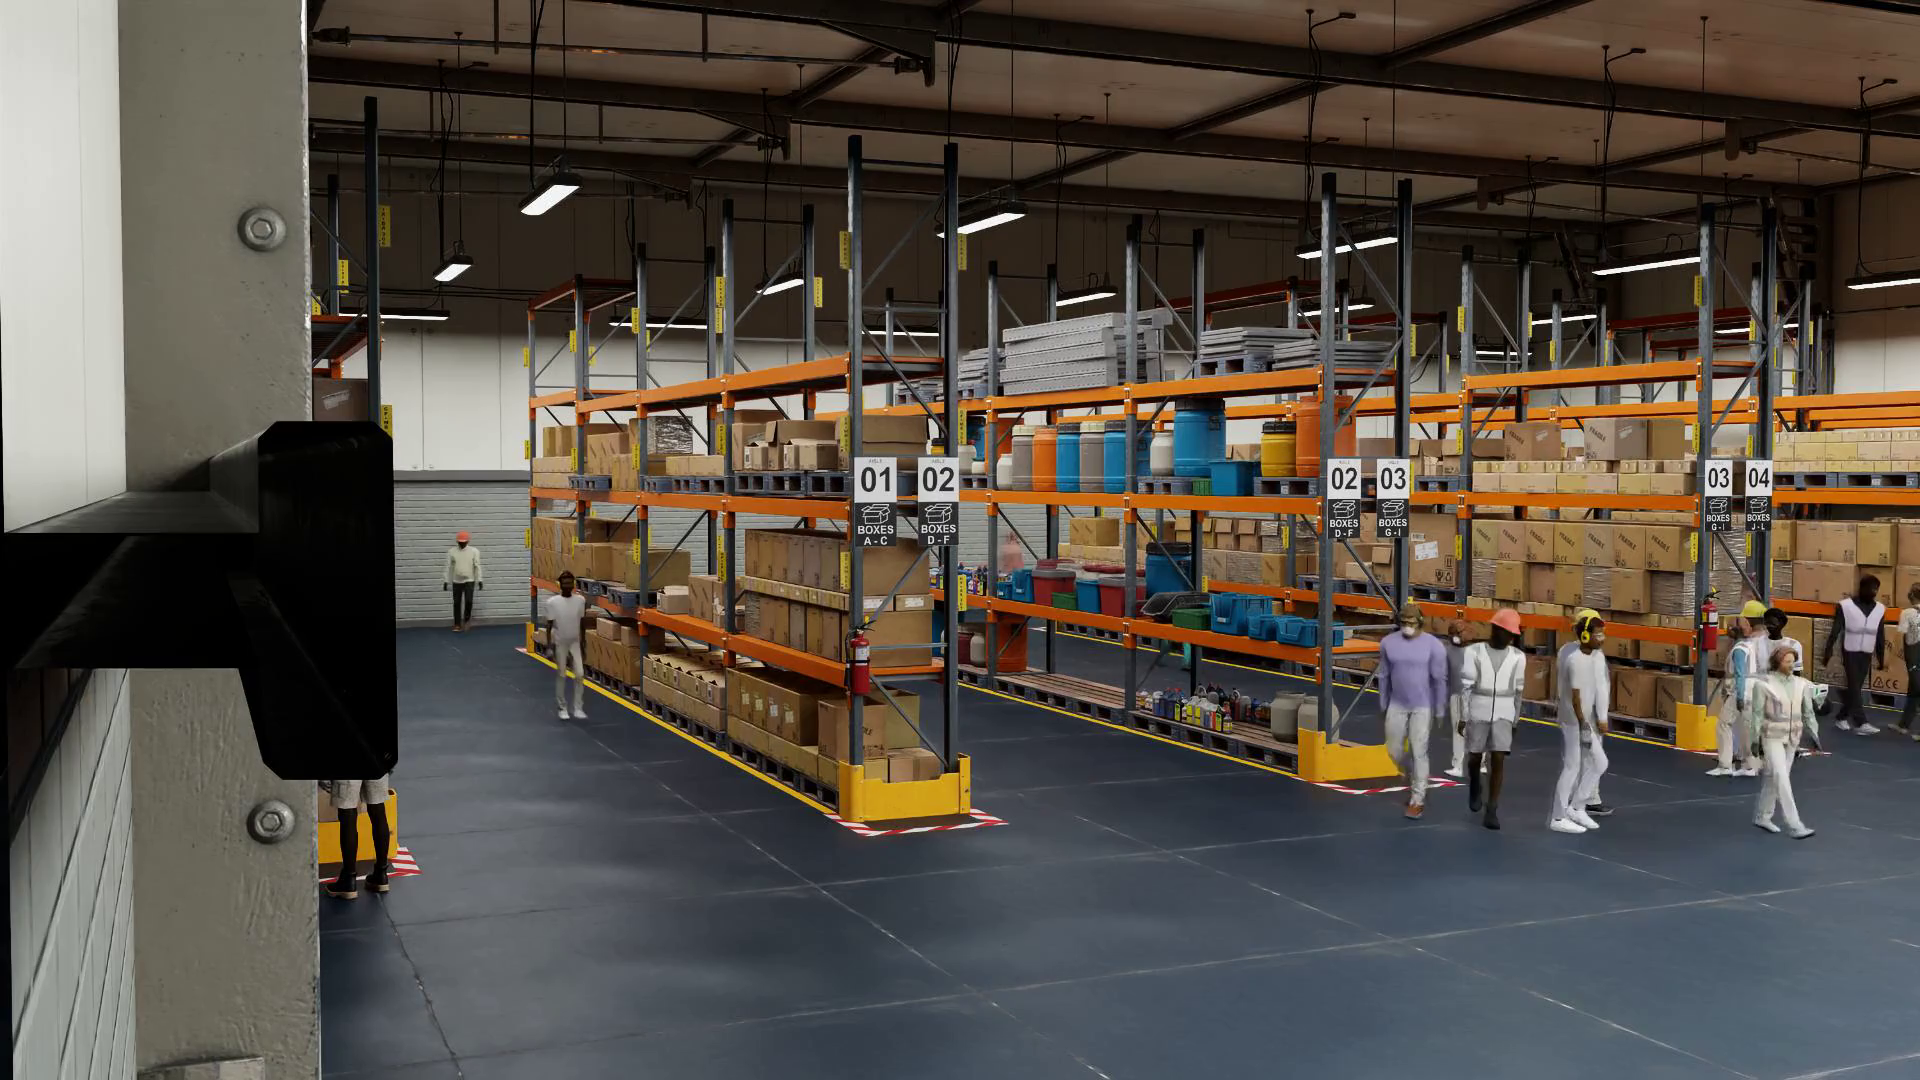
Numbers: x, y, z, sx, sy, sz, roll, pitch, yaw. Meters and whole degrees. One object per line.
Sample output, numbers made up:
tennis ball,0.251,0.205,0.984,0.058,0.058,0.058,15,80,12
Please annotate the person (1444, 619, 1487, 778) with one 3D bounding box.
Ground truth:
person,5.125,1.589,18.033,0.605,1.577,0.830,1,2,25

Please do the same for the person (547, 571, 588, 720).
person,-4.788,1.304,21.993,0.563,1.843,0.772,-1,3,-29

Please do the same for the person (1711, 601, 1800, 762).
person,8.336,1.491,18.720,0.521,1.724,0.814,-2,3,-37

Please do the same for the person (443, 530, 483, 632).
person,-9.479,0.785,34.166,0.745,1.949,0.548,0,2,-6

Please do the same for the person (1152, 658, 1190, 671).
person,3.310,1.142,27.792,0.538,1.731,0.866,-1,2,-25

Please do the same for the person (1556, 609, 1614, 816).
person,5.632,1.538,16.123,0.403,1.829,0.619,-1,2,-19

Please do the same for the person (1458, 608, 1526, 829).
person,4.643,1.525,15.692,0.586,1.903,0.758,0,2,10

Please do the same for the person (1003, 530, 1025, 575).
person,1.126,0.752,35.881,0.442,1.892,0.647,0,2,-11

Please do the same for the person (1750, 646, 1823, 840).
person,6.918,1.695,14.975,0.531,1.593,0.847,-1,2,-16

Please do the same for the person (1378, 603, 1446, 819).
person,4.047,1.502,15.995,0.650,1.911,0.489,2,3,35

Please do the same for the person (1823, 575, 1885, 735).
person,10.540,1.341,21.033,0.674,1.852,0.934,0,2,-6

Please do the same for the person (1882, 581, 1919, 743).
person,10.832,1.380,20.443,0.545,1.807,0.858,-1,2,-21

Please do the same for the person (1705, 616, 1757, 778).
person,7.722,1.569,17.962,0.543,1.622,0.534,2,3,36

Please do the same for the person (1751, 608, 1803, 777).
person,8.201,1.535,18.057,0.530,1.686,0.321,2,3,44

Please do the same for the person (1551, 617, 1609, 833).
person,5.286,1.566,15.244,0.529,1.840,0.600,1,3,33

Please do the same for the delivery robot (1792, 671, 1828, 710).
delivery robot,10.514,1.894,22.540,0.477,0.478,0.707,-2,3,-40

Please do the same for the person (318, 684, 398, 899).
person,-4.374,1.591,13.007,0.367,1.966,0.605,2,3,40

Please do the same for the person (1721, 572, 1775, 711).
person,9.345,1.313,21.196,0.654,1.889,0.595,-1,2,-16
